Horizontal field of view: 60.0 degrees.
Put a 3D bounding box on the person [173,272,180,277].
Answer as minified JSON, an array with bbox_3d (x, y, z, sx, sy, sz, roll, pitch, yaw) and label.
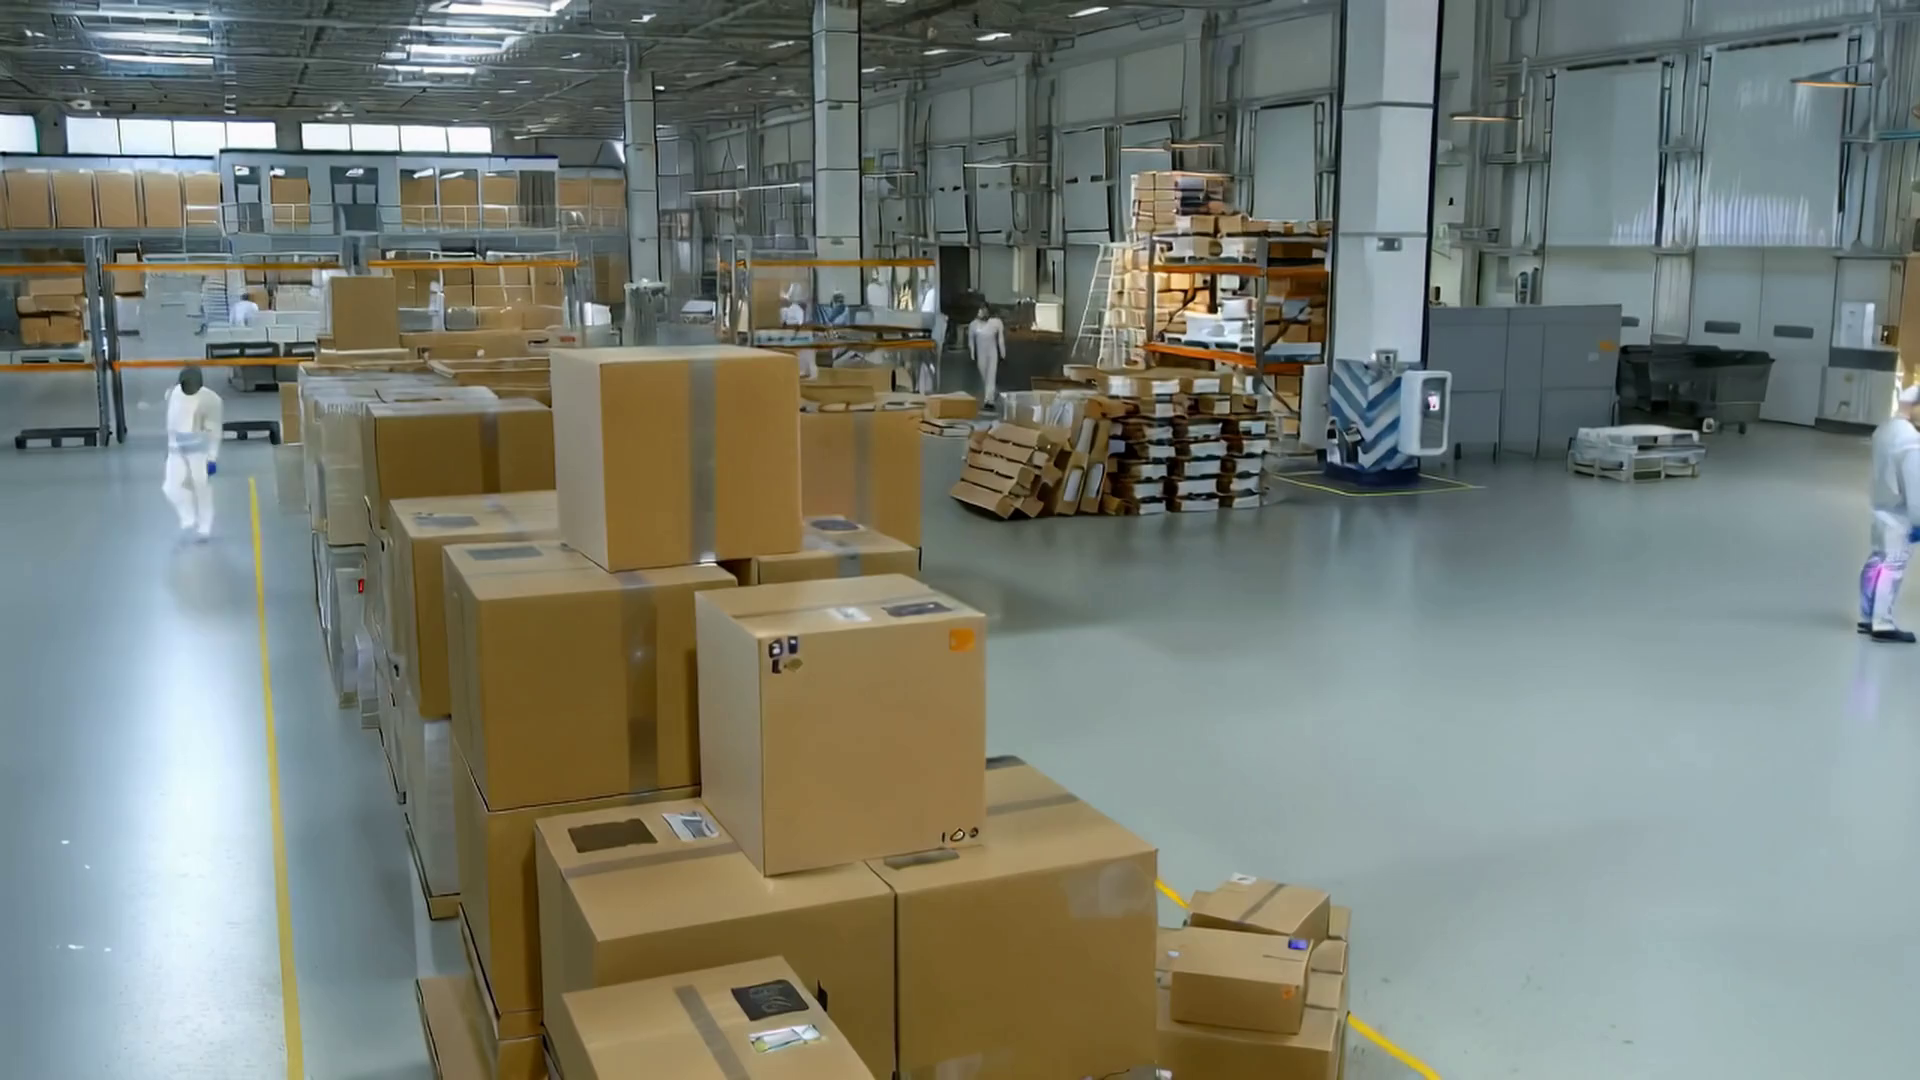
[{"bbox_3d":[-26.248,-8.017,55.638,0.876,1.892,0.601,3,11,15],"label":"person"}]

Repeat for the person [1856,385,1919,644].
[{"bbox_3d":[6.967,-0.189,12.370,0.380,1.929,0.634,0,10,2],"label":"person"}]

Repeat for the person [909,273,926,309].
[{"bbox_3d":[-1.491,-8.256,57.110,0.551,1.817,0.961,-5,11,-26],"label":"person"}]

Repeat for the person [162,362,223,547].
[{"bbox_3d":[-7.460,-0.823,16.169,0.637,1.812,0.464,3,11,15],"label":"person"}]

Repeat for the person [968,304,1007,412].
[{"bbox_3d":[0.469,-3.169,28.942,0.675,1.871,1.058,2,11,13],"label":"person"}]

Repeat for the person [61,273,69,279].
[{"bbox_3d":[-27.943,-7.377,51.992,0.704,1.912,0.582,4,11,22],"label":"person"}]

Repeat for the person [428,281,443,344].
[{"bbox_3d":[-14.052,-6.001,44.545,0.351,1.878,0.568,-8,13,-38],"label":"person"}]

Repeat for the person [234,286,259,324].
[{"bbox_3d":[-16.046,-4.763,37.576,0.556,1.918,0.429,1,10,7],"label":"person"}]

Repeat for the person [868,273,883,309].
[{"bbox_3d":[-2.548,-7.132,50.554,0.641,1.947,0.575,-10,14,-43],"label":"person"}]

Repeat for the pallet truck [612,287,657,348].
[{"bbox_3d":[-6.464,-4.406,35.401,0.823,1.965,1.885,6,12,32],"label":"pallet truck"}]

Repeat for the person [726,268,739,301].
[{"bbox_3d":[-8.167,-8.774,59.614,0.389,1.948,0.609,6,12,32],"label":"person"}]

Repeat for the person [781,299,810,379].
[{"bbox_3d":[-3.635,-4.365,35.557,1.010,1.871,0.607,9,13,40],"label":"person"}]

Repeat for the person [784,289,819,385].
[{"bbox_3d":[-3.359,-4.207,34.188,1.026,2.000,0.720,5,11,24],"label":"person"}]

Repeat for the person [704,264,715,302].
[{"bbox_3d":[-11.532,-11.807,76.732,0.656,1.801,0.903,-9,13,-40],"label":"person"}]
